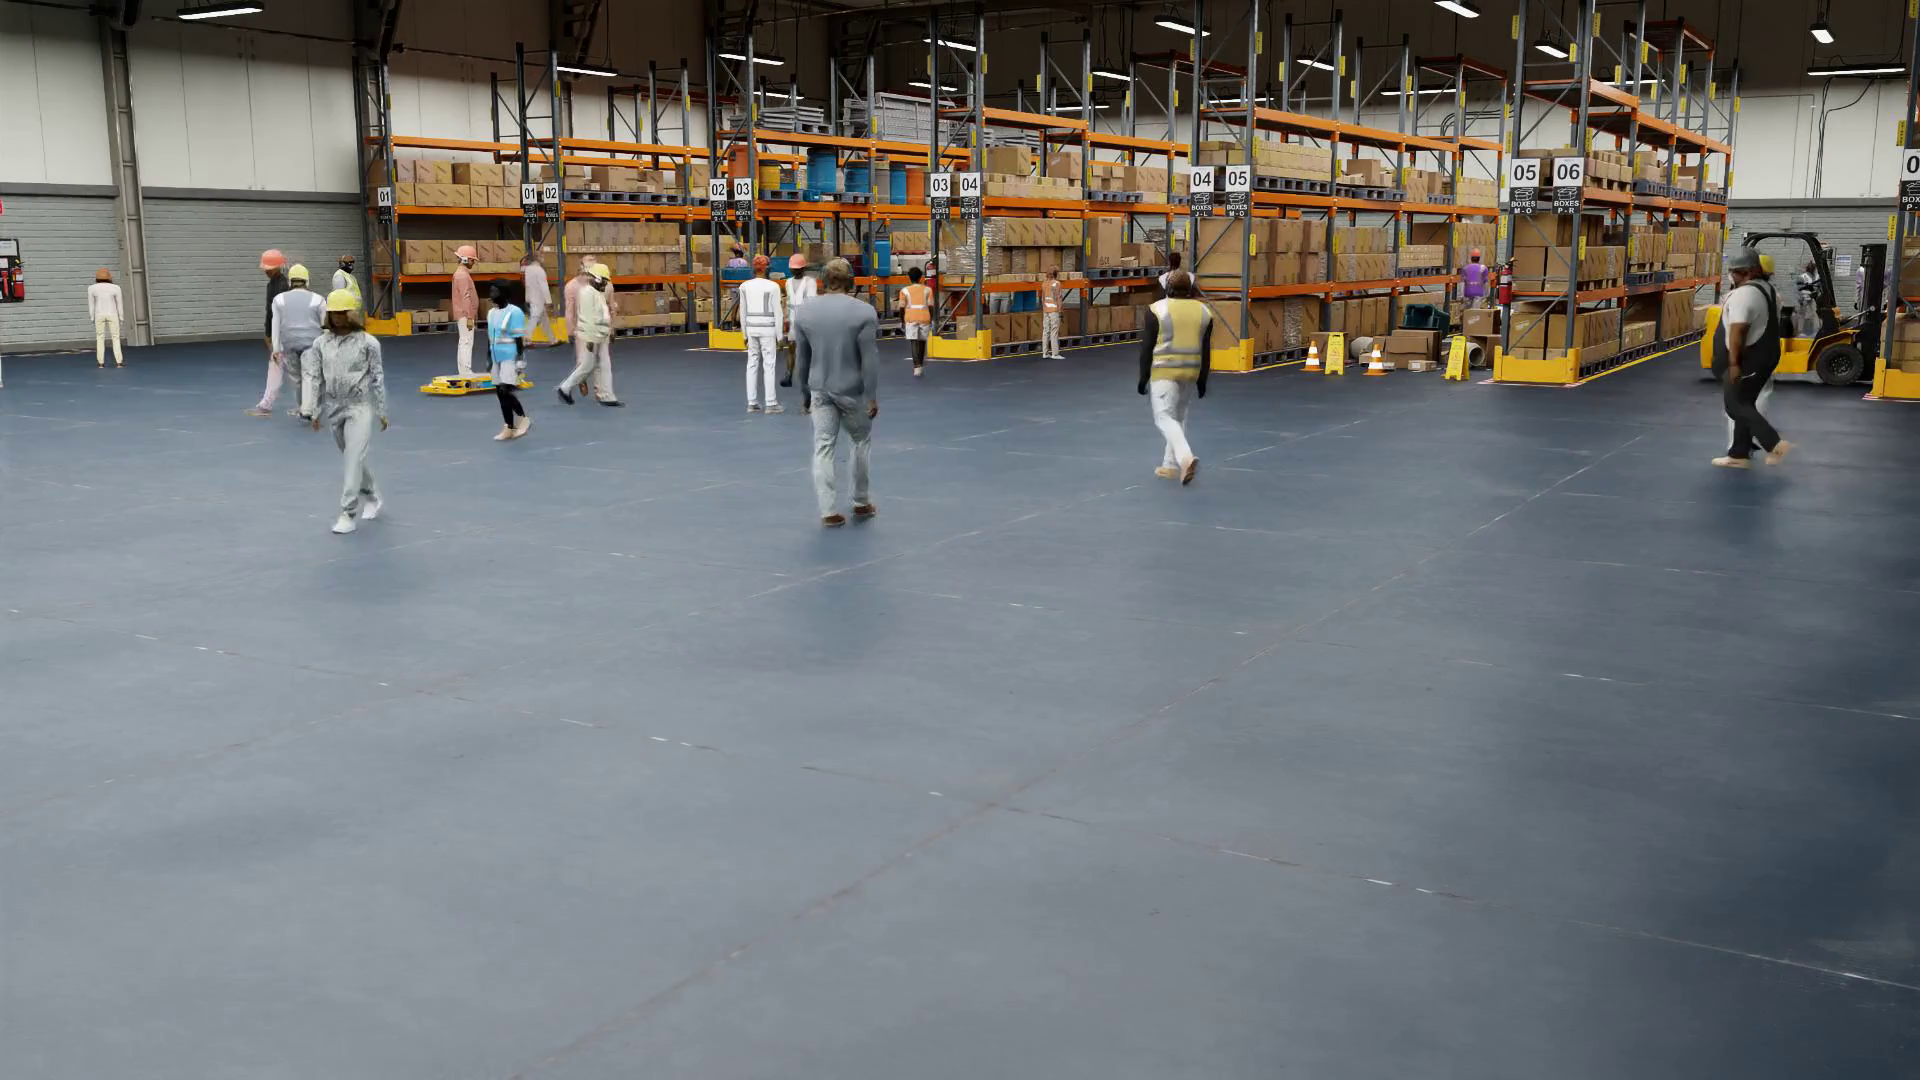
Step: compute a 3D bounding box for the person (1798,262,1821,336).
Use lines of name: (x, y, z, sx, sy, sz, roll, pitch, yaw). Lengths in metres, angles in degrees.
person: (18.325, -5.159, 35.771, 0.550, 1.606, 0.754, -1, 10, -7)

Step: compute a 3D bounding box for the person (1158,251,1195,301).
person: (3.326, -3.464, 25.477, 0.601, 1.900, 0.756, -1, 10, -7)

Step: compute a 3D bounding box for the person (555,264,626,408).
person: (-4.563, -2.504, 20.459, 0.809, 1.777, 0.617, 1, 10, 4)

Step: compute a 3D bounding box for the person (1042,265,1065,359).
person: (1.613, -3.973, 29.058, 0.308, 1.645, 0.514, -7, 13, -36)

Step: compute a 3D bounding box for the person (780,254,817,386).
person: (-2.222, -3.130, 23.700, 0.595, 1.883, 1.005, 6, 12, 31)

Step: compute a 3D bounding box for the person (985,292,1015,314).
person: (0.796, -4.813, 32.981, 0.625, 1.931, 0.375, 0, 10, 1)

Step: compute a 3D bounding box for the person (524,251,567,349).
person: (-8.017, -4.617, 32.036, 0.975, 1.856, 0.664, -7, 12, -34)

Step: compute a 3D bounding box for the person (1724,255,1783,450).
person: (7.691, -1.806, 16.180, 0.417, 1.912, 0.587, -8, 13, -39)

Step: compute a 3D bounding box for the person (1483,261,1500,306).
person: (14.098, -6.864, 44.538, 0.568, 1.895, 0.898, -3, 11, -16)

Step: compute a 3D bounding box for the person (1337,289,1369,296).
person: (8.817, -5.534, 37.196, 0.661, 1.863, 0.981, 7, 12, 34)

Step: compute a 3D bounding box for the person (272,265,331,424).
person: (-7.409, -2.202, 18.753, 0.618, 1.783, 0.953, -2, 10, -11)

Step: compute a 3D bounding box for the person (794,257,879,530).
person: (-0.843, -1.058, 11.959, 0.653, 1.913, 0.810, 3, 10, 14)

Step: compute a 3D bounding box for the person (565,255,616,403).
person: (-4.748, -2.716, 21.366, 0.640, 1.880, 0.753, -4, 11, -21)

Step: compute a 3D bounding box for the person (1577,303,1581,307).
person: (15.052, -6.158, 40.609, 0.512, 1.881, 0.576, 4, 11, 24)

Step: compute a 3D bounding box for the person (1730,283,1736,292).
person: (16.332, -5.066, 34.705, 0.516, 1.819, 0.991, 4, 11, 23)

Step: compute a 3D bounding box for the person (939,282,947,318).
person: (-0.602, -6.743, 44.684, 0.505, 1.614, 0.695, 5, 11, 24)

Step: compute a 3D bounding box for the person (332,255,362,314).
person: (-9.837, -3.660, 26.762, 0.430, 1.841, 0.624, -1, 10, -5)

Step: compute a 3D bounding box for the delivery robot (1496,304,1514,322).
delivery robot: (13.051, -5.492, 40.351, 0.707, 0.478, 0.477, -1, 10, -5)

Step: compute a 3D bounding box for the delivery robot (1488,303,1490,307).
delivery robot: (13.060, -5.606, 40.991, 0.477, 0.478, 0.707, 0, 10, 2)

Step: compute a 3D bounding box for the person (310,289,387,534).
person: (-4.359, -0.944, 11.911, 0.499, 1.705, 0.889, 1, 10, 4)

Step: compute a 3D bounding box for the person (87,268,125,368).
person: (-13.943, -3.623, 27.164, 0.500, 1.626, 0.307, -4, 11, -20)

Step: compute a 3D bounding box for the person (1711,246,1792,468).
person: (7.049, -1.617, 14.749, 0.719, 2.000, 0.732, -9, 14, -41)

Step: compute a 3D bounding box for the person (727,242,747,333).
person: (-4.830, -5.497, 36.464, 0.606, 2.047, 0.368, 9, 13, 40)

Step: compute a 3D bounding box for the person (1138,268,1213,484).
person: (1.848, -1.383, 14.064, 0.621, 1.818, 0.822, -4, 11, -24)

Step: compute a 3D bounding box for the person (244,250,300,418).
person: (-7.980, -2.378, 19.293, 0.931, 1.930, 0.656, -8, 13, -37)

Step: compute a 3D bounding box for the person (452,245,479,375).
person: (-6.973, -3.160, 23.531, 0.385, 1.990, 0.608, -4, 11, -24)

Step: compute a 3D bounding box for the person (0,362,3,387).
person: (-13.706, -3.060, 23.285, 0.590, 1.880, 0.365, 4, 11, 20)

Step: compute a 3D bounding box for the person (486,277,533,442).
person: (-4.641, -1.828, 16.928, 0.546, 1.680, 0.373, 8, 13, 39)

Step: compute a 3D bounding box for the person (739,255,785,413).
person: (-2.363, -2.458, 19.893, 0.582, 1.883, 0.340, 5, 11, 26)

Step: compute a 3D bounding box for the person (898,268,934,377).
person: (-0.671, -3.329, 25.413, 0.542, 1.638, 0.887, -2, 10, -10)

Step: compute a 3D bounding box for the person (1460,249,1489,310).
person: (10.915, -5.206, 35.283, 0.557, 1.884, 0.979, 6, 12, 28)

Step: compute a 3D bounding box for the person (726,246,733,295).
person: (-5.866, -6.618, 43.014, 0.643, 1.942, 0.689, 9, 13, 41)

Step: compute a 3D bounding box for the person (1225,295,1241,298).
person: (5.582, -4.930, 33.601, 0.604, 1.937, 1.045, 5, 11, 27)

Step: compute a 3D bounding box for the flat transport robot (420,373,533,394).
flat transport robot: (-6.578, -2.148, 22.679, 0.652, 0.197, 1.431, 6, 12, 31)

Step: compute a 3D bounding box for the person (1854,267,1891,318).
person: (17.329, -4.567, 31.615, 0.588, 1.918, 0.397, 6, 12, 29)
